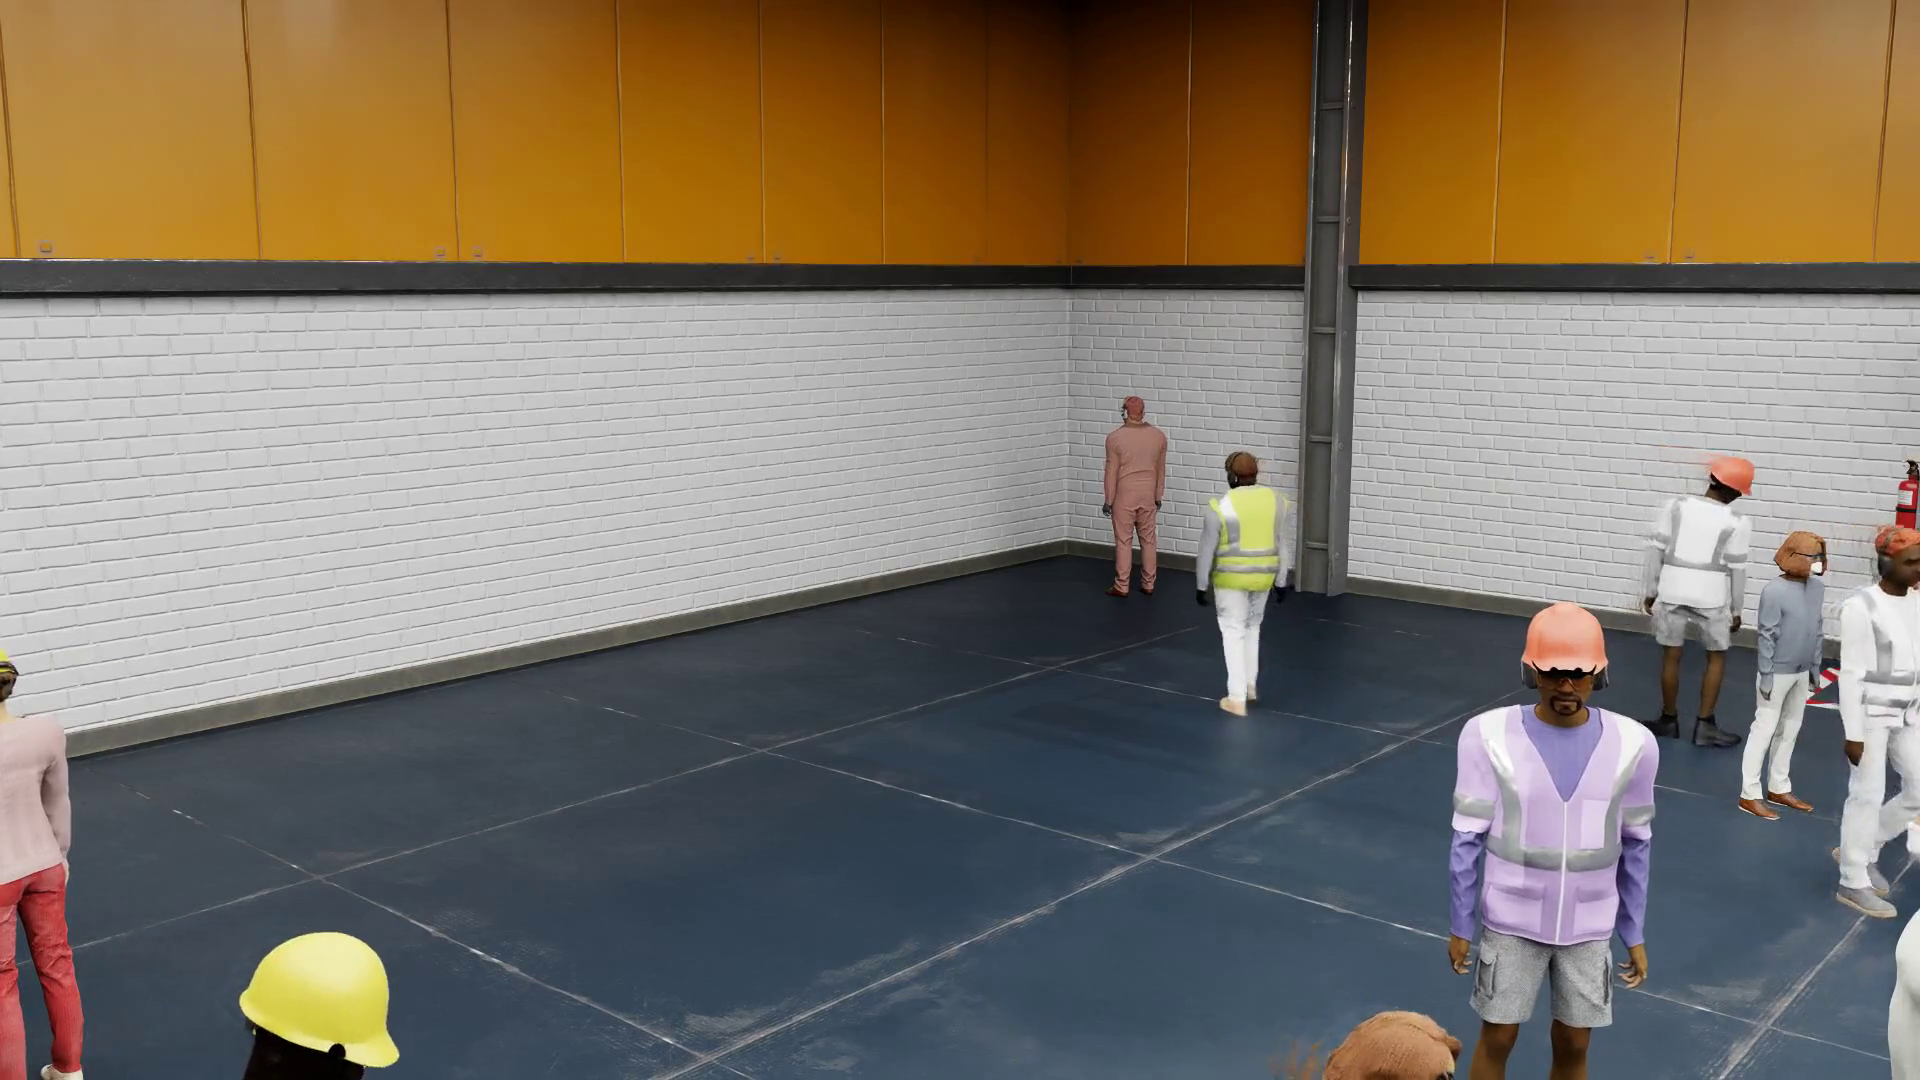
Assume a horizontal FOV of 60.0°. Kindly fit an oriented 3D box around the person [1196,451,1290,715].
[{"bbox_3d":[1.929,0.287,11.605,0.647,1.819,0.591,-3,10,-18],"label":"person"}]

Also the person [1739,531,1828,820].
[{"bbox_3d":[4.642,0.749,9.323,0.497,1.626,0.287,-5,10,-29],"label":"person"}]

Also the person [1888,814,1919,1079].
[{"bbox_3d":[2.320,1.455,3.901,0.372,1.940,0.631,4,10,21],"label":"person"}]

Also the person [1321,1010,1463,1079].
[{"bbox_3d":[0.782,1.704,3.442,0.854,1.590,0.505,4,10,24],"label":"person"}]

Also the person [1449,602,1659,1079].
[{"bbox_3d":[1.850,1.194,5.210,0.613,2.041,0.393,1,9,8],"label":"person"}]

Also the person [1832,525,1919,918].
[{"bbox_3d":[4.384,0.858,7.860,0.609,1.868,0.417,-4,10,-25],"label":"person"}]

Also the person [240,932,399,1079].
[{"bbox_3d":[-1.305,1.639,3.017,0.946,1.845,0.750,3,10,19],"label":"person"}]

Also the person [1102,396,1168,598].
[{"bbox_3d":[1.627,-0.407,15.696,0.643,1.908,0.411,-4,10,-23],"label":"person"}]

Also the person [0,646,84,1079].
[{"bbox_3d":[-3.443,1.213,5.986,0.320,1.762,0.522,4,10,24],"label":"person"}]

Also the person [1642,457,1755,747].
[{"bbox_3d":[4.767,0.394,10.771,0.660,1.883,0.378,6,11,34],"label":"person"}]
